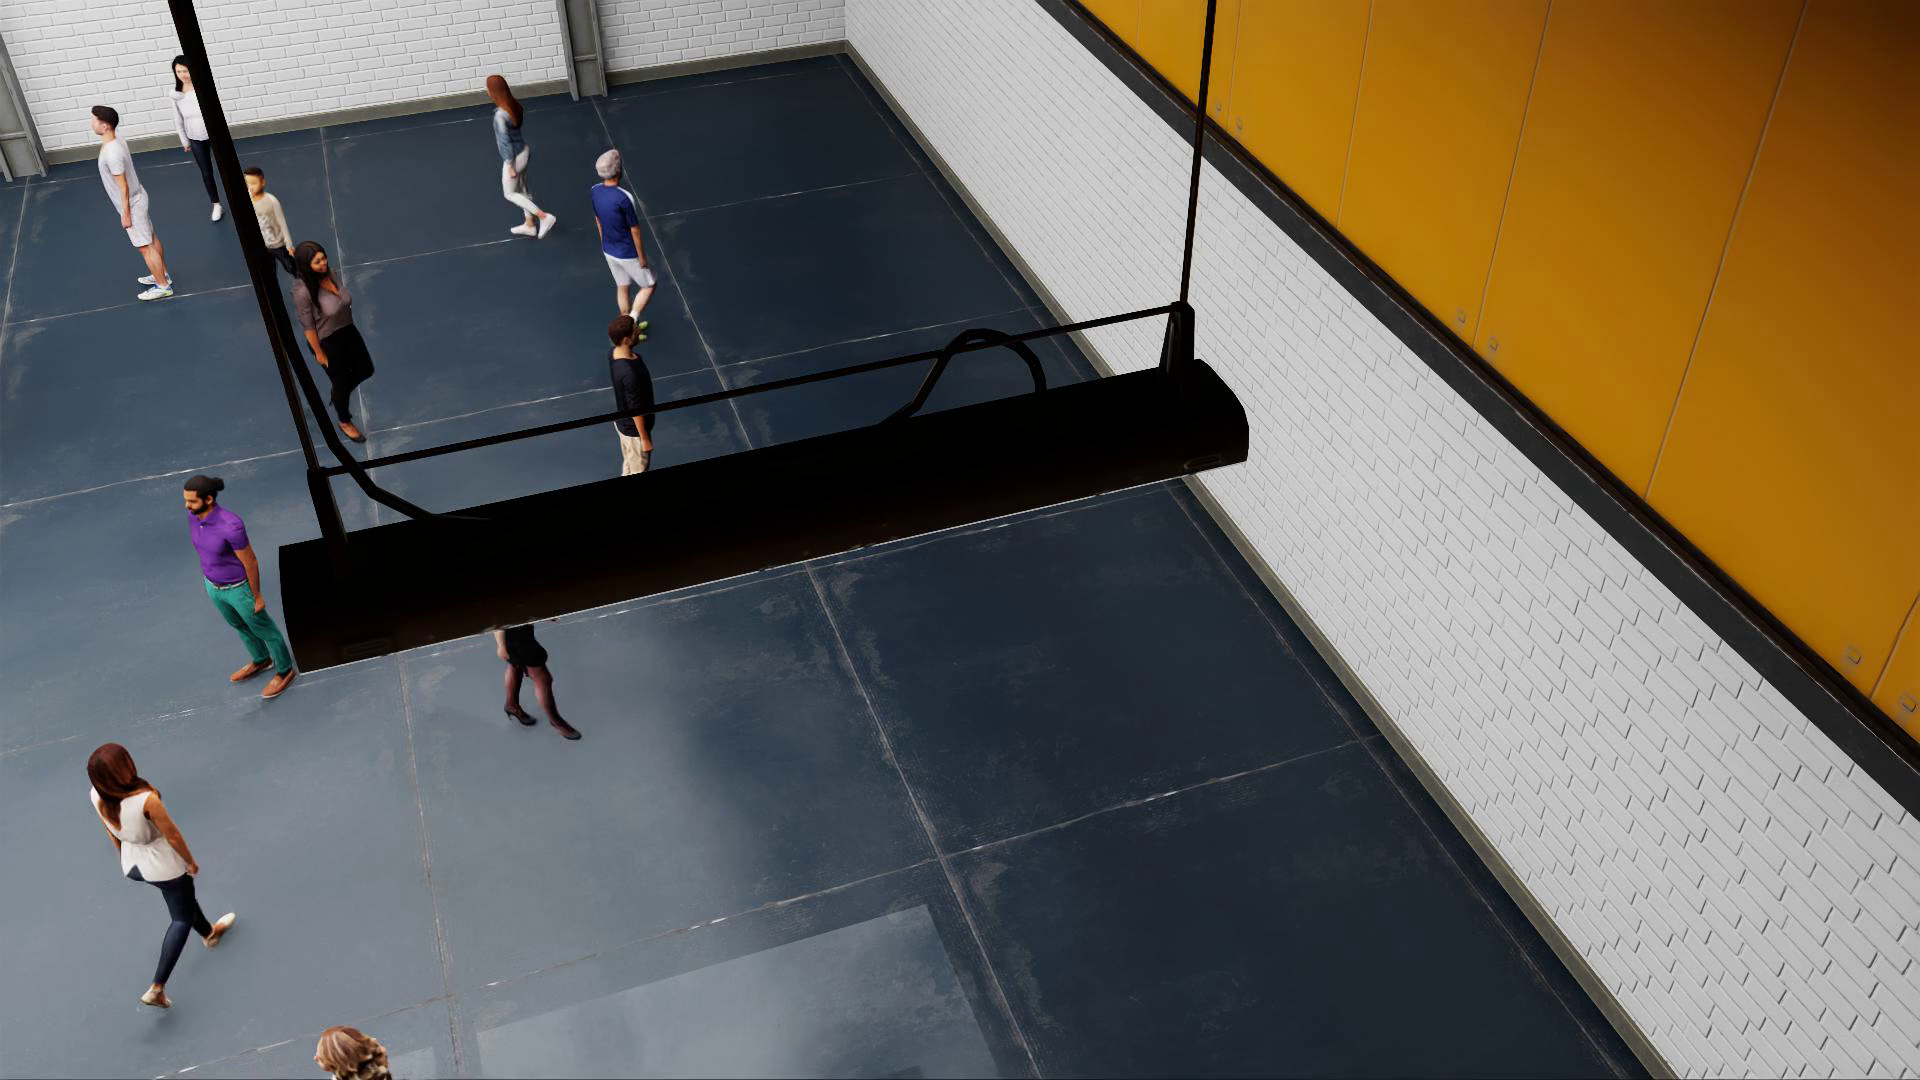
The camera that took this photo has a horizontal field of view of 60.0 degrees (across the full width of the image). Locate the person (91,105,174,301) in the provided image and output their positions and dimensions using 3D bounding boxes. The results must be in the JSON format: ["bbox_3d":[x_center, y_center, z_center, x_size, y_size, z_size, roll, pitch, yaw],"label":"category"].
[{"bbox_3d":[-7.605,-3.109,15.260,0.545,1.856,0.665,-13,40,-15],"label":"person"}]

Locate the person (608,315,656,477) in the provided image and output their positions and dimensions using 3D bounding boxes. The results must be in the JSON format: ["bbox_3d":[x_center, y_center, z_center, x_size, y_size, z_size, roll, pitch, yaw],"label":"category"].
[{"bbox_3d":[-2.448,-0.856,12.443,0.561,1.852,0.646,-15,41,-18],"label":"person"}]

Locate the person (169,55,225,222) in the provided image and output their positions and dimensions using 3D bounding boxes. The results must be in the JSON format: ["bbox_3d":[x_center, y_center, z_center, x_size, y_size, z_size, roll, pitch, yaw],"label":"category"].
[{"bbox_3d":[-7.470,-4.000,16.502,0.493,1.699,0.683,-9,40,-12],"label":"person"}]

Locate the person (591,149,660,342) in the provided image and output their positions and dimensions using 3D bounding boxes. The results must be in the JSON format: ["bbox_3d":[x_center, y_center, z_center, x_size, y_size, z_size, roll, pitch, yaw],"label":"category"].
[{"bbox_3d":[-2.980,-2.503,14.524,0.839,1.829,0.897,20,43,23],"label":"person"}]

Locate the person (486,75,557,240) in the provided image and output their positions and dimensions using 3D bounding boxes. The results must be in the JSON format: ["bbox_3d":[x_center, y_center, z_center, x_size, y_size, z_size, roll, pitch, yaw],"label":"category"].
[{"bbox_3d":[-4.223,-3.695,16.130,0.884,1.687,0.792,4,39,5],"label":"person"}]

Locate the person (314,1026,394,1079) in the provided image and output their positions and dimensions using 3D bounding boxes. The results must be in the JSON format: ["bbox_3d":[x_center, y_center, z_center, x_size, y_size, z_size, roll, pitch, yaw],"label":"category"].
[{"bbox_3d":[-2.652,2.853,7.930,1.053,1.688,0.640,-12,40,-14],"label":"person"}]

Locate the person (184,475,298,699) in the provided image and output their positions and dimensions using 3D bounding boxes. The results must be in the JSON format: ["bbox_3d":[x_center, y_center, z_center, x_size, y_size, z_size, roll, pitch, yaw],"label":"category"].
[{"bbox_3d":[-4.822,0.286,11.080,0.708,1.767,0.747,20,43,23],"label":"person"}]

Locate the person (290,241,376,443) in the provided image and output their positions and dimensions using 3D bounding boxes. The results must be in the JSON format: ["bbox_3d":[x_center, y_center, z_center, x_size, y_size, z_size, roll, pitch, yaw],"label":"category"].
[{"bbox_3d":[-5.123,-1.603,13.398,0.900,1.828,0.840,12,40,15],"label":"person"}]

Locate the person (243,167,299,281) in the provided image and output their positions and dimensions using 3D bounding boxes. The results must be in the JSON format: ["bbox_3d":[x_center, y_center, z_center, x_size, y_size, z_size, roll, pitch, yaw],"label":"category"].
[{"bbox_3d":[-6.215,-2.723,15.107,0.986,1.445,0.821,-1,39,-2],"label":"person"}]

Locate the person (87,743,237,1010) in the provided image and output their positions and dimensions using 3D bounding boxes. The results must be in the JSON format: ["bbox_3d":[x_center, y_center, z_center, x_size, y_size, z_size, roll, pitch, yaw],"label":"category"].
[{"bbox_3d":[-4.466,1.845,9.135,1.049,1.759,1.026,10,40,12],"label":"person"}]
